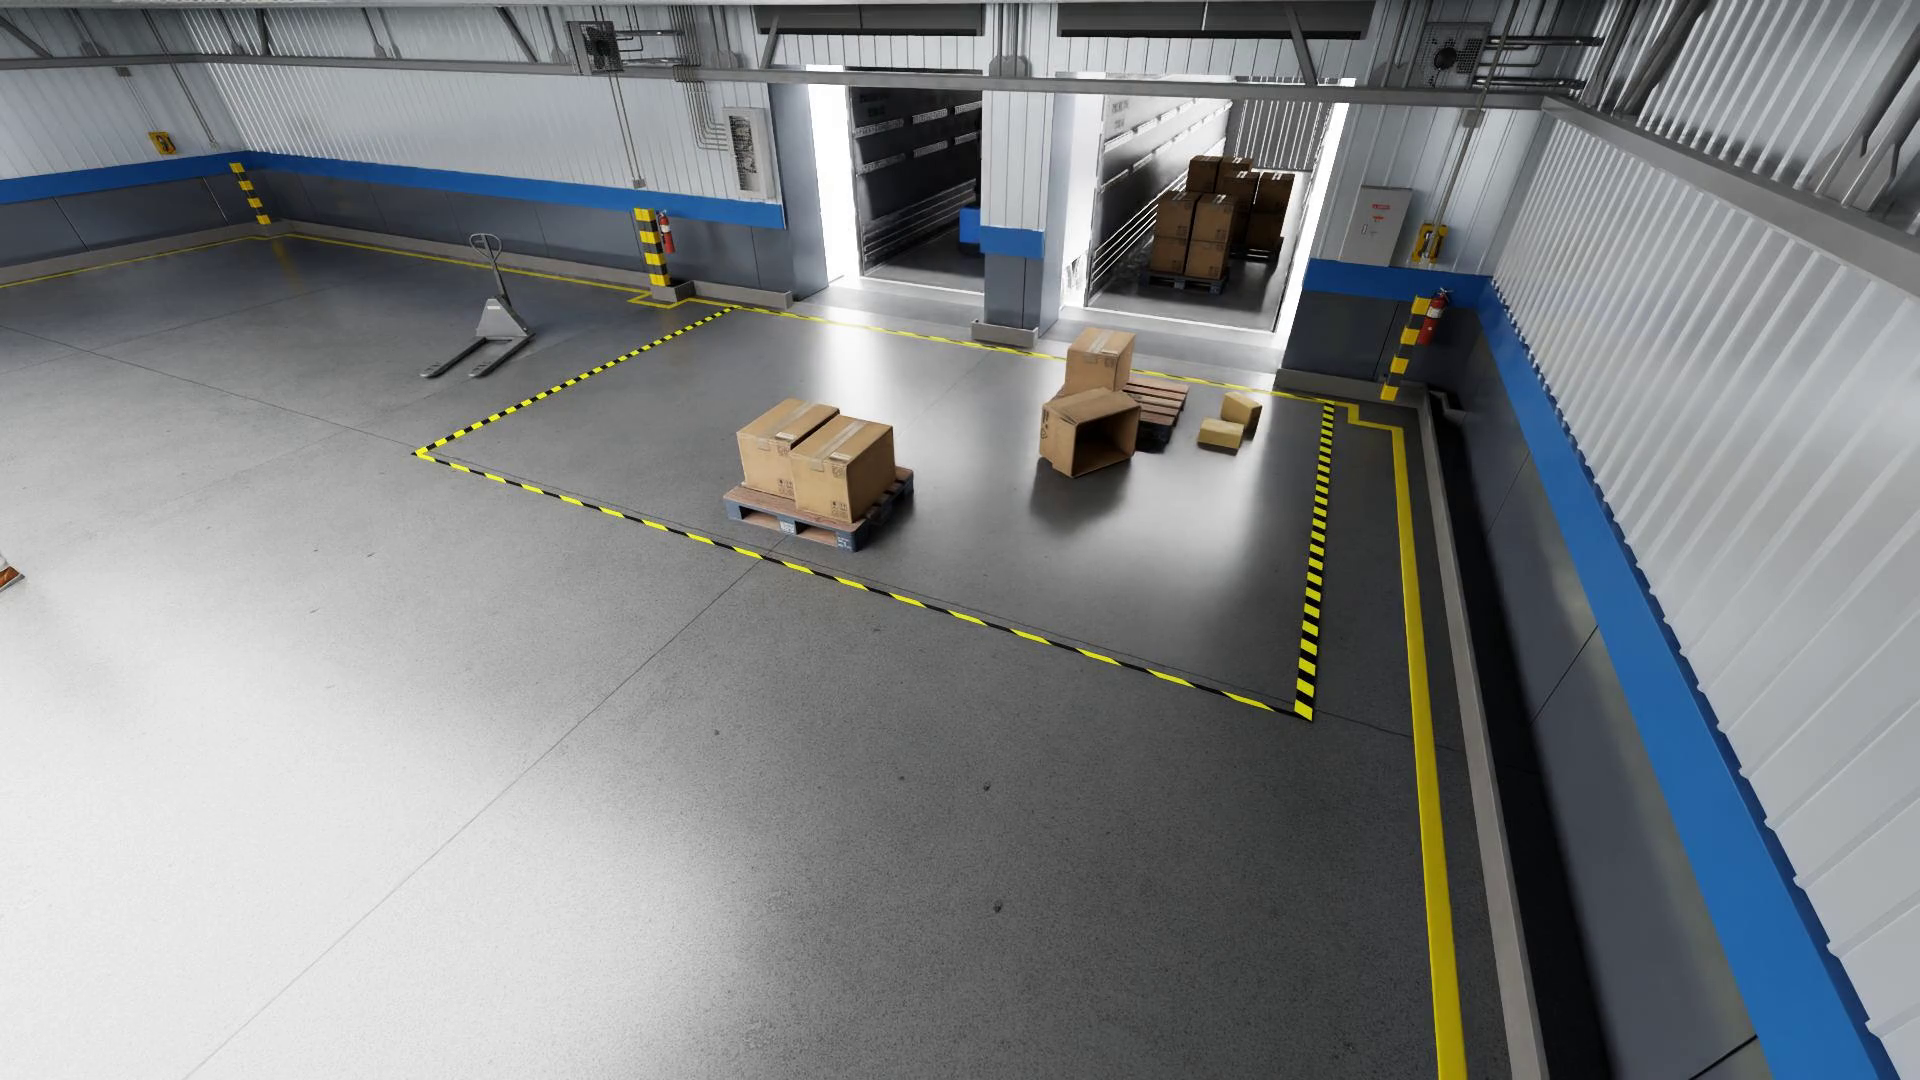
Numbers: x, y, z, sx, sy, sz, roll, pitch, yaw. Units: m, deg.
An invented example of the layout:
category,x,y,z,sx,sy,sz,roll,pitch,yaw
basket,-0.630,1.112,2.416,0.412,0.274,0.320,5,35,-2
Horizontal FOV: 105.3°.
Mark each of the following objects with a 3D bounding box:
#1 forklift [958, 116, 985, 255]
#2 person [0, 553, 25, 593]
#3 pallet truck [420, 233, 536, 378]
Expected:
category,x,y,z,sx,sy,sz,roll,pitch,yaw
forklift,0.473,-5.792,12.058,0.716,2.013,0.776,15,38,20
person,-6.921,-0.461,4.656,0.607,1.947,0.386,7,36,10
pallet truck,-5.664,-2.712,8.427,0.680,1.201,1.601,0,35,-1
